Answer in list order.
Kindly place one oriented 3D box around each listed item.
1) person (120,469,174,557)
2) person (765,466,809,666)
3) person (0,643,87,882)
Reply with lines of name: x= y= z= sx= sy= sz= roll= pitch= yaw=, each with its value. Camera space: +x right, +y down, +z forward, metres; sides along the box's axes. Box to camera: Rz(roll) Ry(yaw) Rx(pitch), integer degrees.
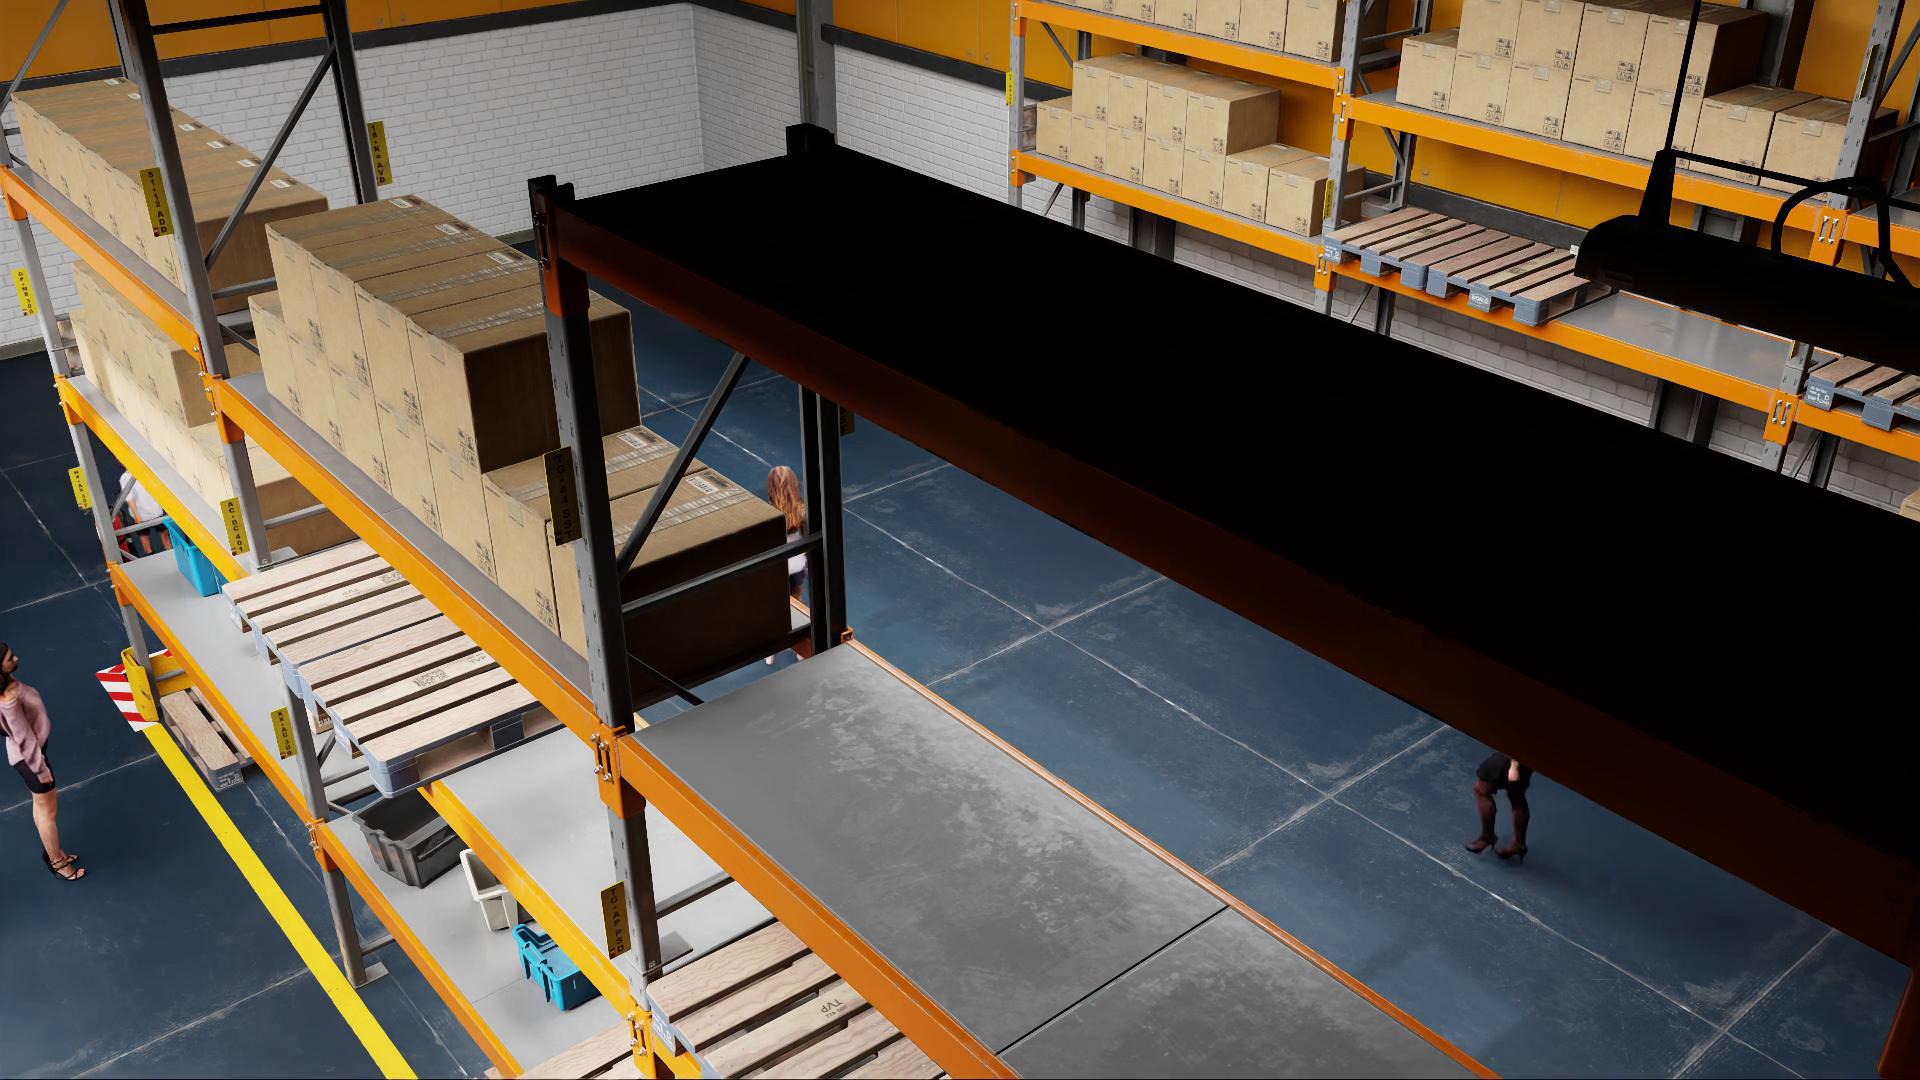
person: x=-7.278 y=-0.331 z=14.736 sx=0.698 sy=1.247 sz=0.617 roll=13 pitch=31 yaw=22
person: x=-1.388 y=0.229 z=13.221 sx=0.691 sy=1.715 sz=0.673 roll=-10 pitch=30 yaw=-17
person: x=-6.079 y=1.451 z=10.880 sx=0.695 sy=1.812 sz=0.494 roll=-18 pitch=33 yaw=-29
